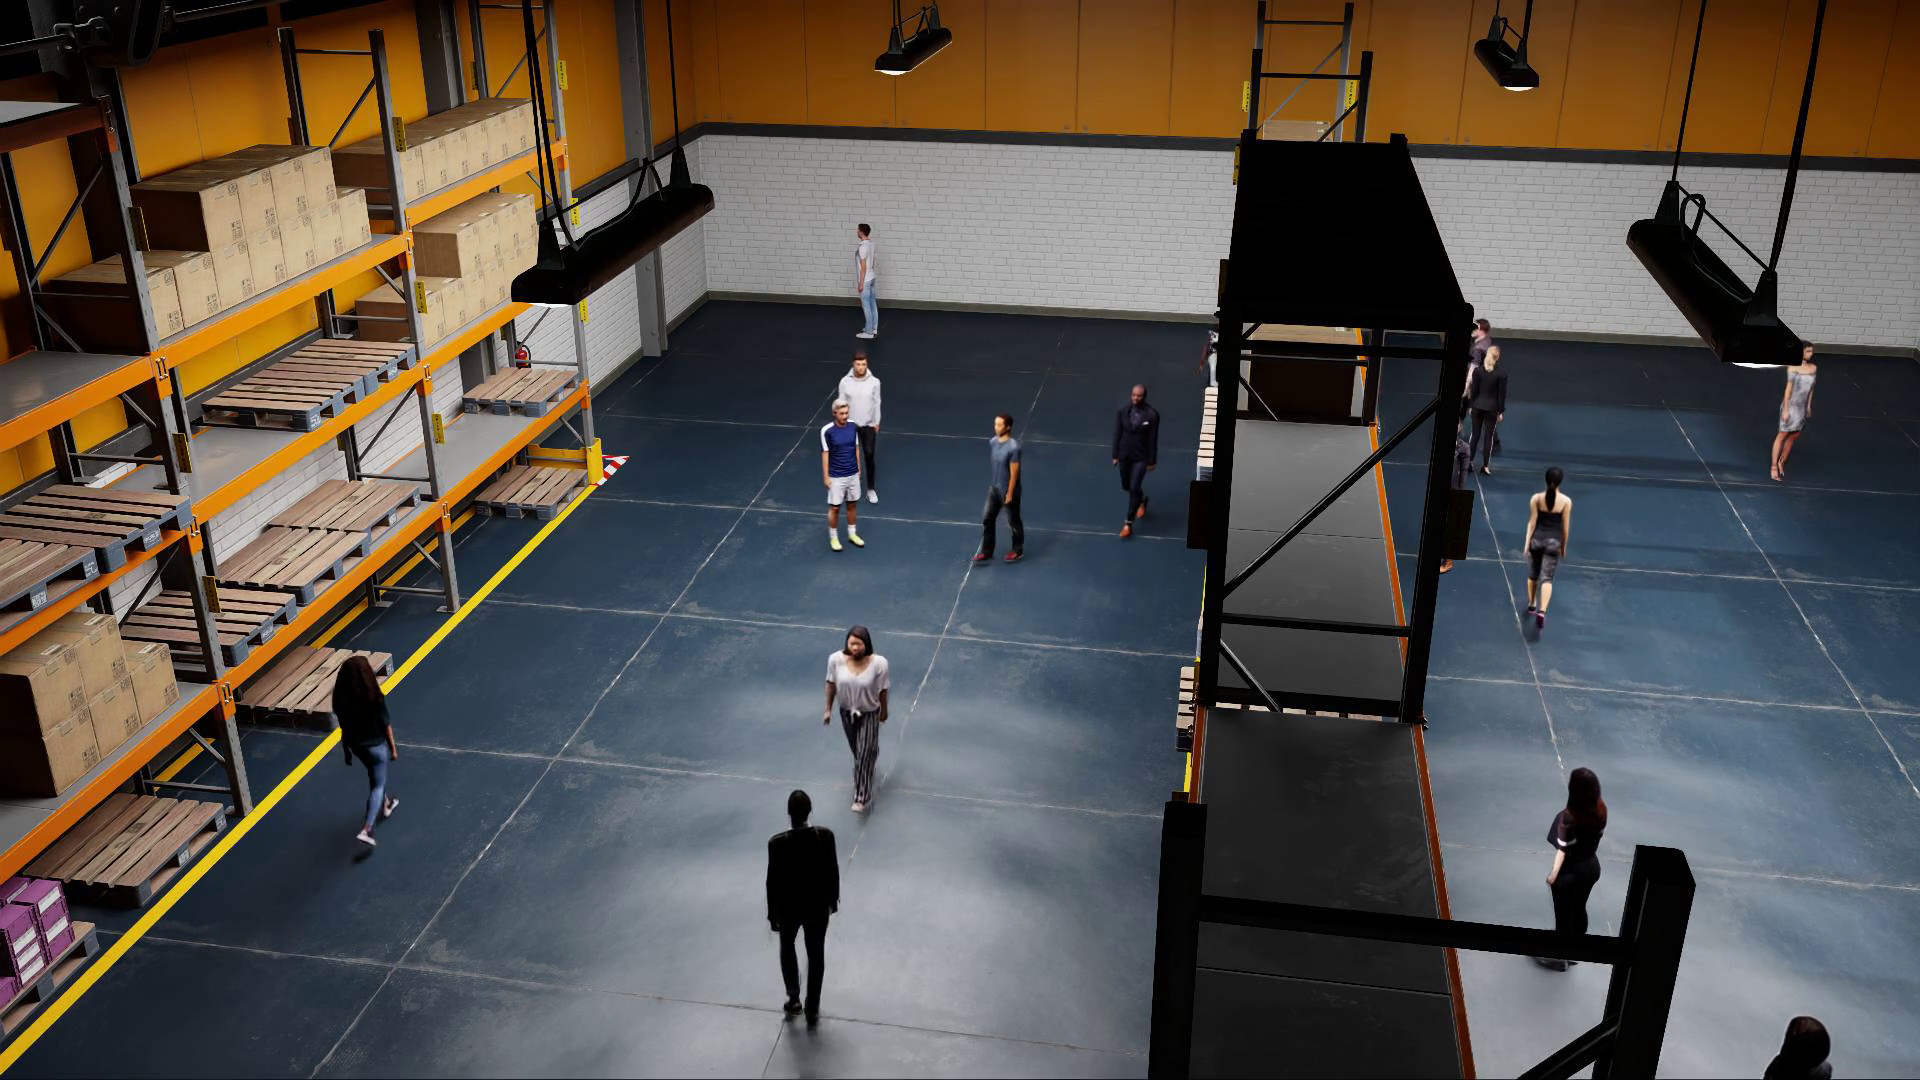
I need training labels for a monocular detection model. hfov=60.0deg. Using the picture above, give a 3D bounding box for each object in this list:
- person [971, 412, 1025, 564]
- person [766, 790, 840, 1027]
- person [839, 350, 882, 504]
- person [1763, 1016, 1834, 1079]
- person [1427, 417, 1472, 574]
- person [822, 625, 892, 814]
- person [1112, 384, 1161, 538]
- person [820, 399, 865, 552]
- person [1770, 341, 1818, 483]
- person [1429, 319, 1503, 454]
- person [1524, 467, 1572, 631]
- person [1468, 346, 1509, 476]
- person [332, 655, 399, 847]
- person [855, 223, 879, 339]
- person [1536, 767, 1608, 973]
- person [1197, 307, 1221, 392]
[{"bbox_3d":[0.585,-0.587,18.680,1.011,1.789,0.927,-20,31,-39],"label":"person"},{"bbox_3d":[-1.058,2.575,11.423,0.761,1.808,0.769,-4,24,-9],"label":"person"},{"bbox_3d":[-1.259,-1.453,20.526,0.854,1.897,1.032,-1,24,-3],"label":"person"},{"bbox_3d":[4.689,3.449,9.475,0.690,1.767,0.707,-10,26,-22],"label":"person"},{"bbox_3d":[5.414,-0.536,18.512,0.762,1.830,0.724,-19,30,-36],"label":"person"},{"bbox_3d":[-0.846,1.443,14.240,0.761,1.626,1.162,7,24,15],"label":"person"},{"bbox_3d":[2.084,-0.977,19.573,0.986,1.789,1.255,14,27,29],"label":"person"},{"bbox_3d":[-1.358,-0.778,19.062,0.723,1.832,0.781,-15,28,-31],"label":"person"},{"bbox_3d":[10.537,-1.656,21.081,0.703,1.825,0.717,-8,25,-17],"label":"person"},{"bbox_3d":[6.866,-1.995,21.881,0.928,1.805,1.194,10,25,21],"label":"person"},{"bbox_3d":[6.052,0.106,17.207,0.644,1.700,1.090,7,24,15],"label":"person"},{"bbox_3d":[6.697,-1.645,21.207,0.688,1.705,0.658,15,28,30],"label":"person"},{"bbox_3d":[-4.867,1.738,13.613,0.673,1.587,1.092,2,24,4],"label":"person"},{"bbox_3d":[-1.497,-4.193,26.854,0.743,1.850,0.550,8,25,18],"label":"person"},{"bbox_3d":[4.459,2.385,12.070,0.714,1.639,0.764,-13,27,-28],"label":"person"},{"bbox_3d":[3.622,-2.380,22.875,0.806,1.715,0.734,-9,25,-19],"label":"person"}]
